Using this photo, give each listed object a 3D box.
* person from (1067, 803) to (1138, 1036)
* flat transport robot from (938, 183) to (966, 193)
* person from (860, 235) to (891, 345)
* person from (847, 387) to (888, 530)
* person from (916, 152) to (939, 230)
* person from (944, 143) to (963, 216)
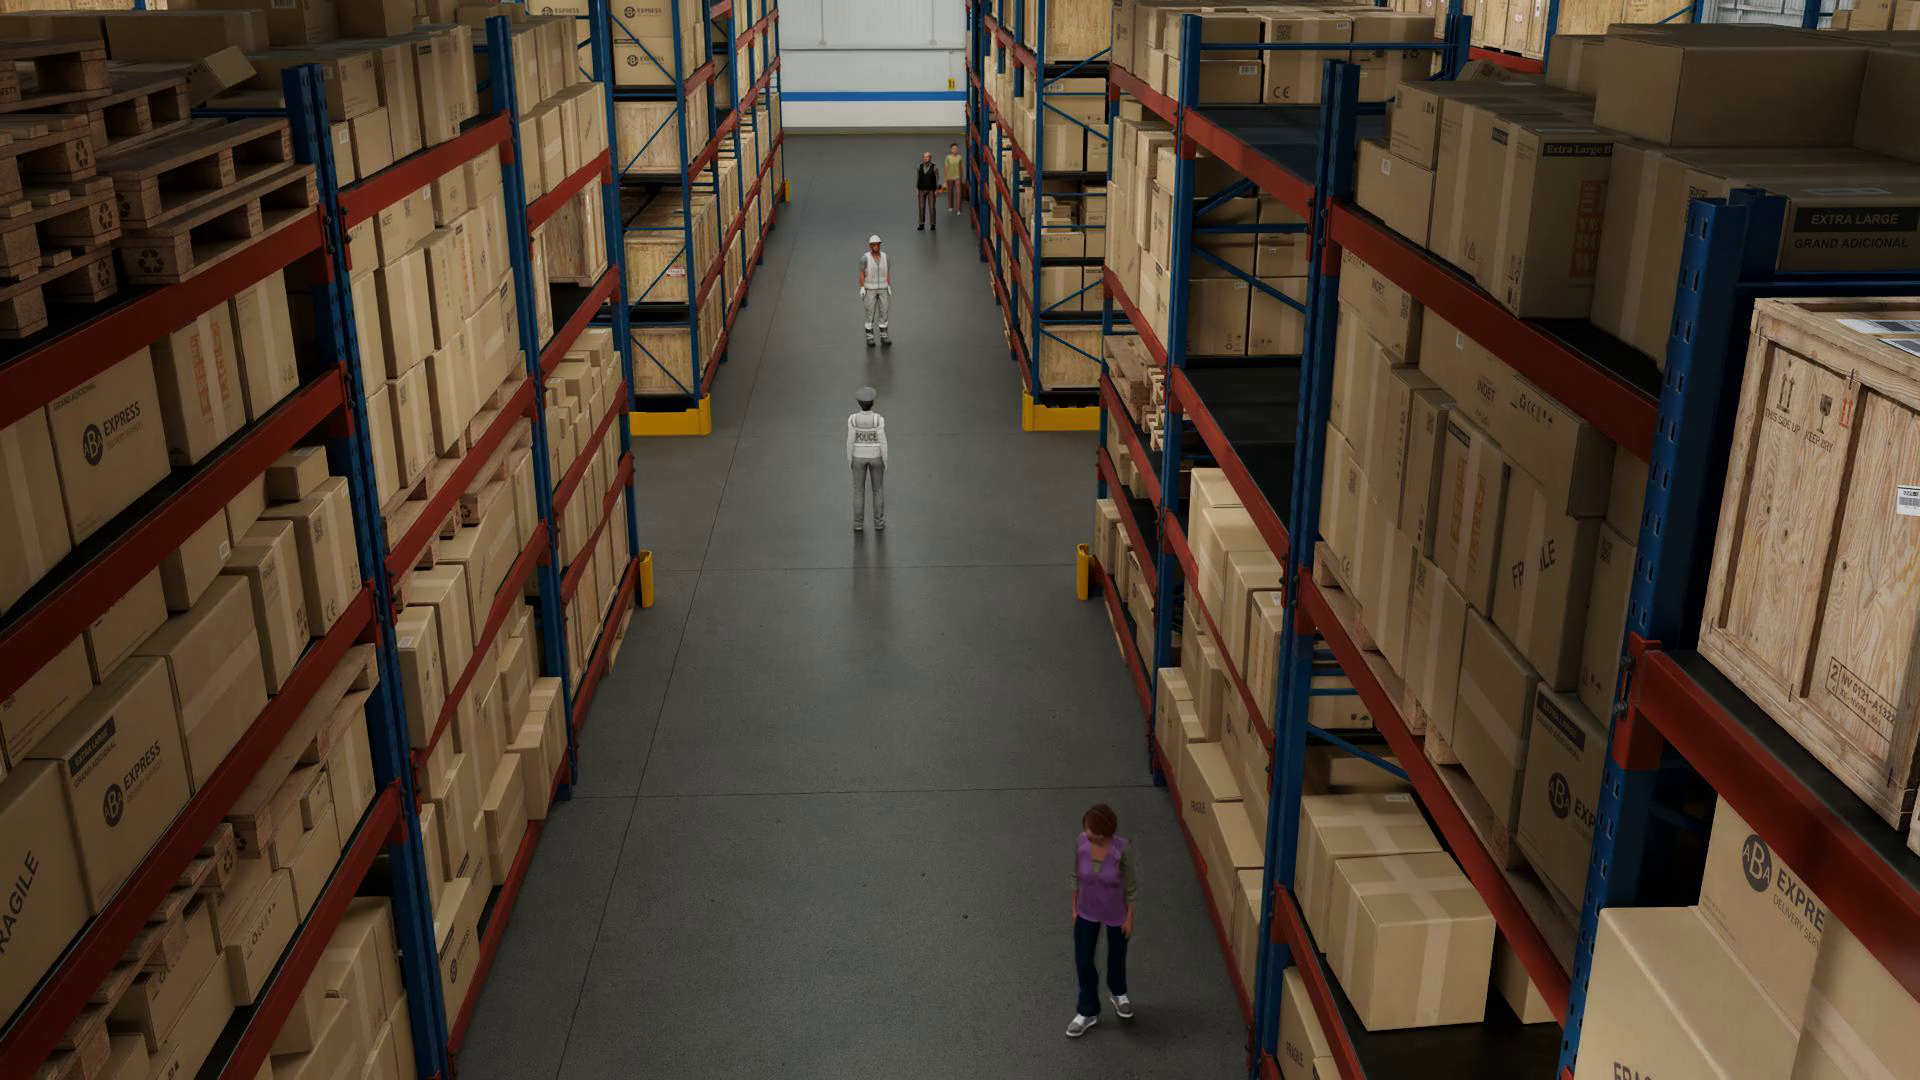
[{"bbox_3d":[0.901,2.344,10.459,0.431,1.593,0.514,6,21,16],"label":"person"},{"bbox_3d":[0.125,-9.017,42.899,1.431,0.265,0.659,15,25,35],"label":"flat transport robot"},{"bbox_3d":[-1.386,-4.143,27.563,0.537,1.792,0.398,-8,22,-20],"label":"person"},{"bbox_3d":[-1.060,-0.933,19.105,0.465,1.690,0.378,0,20,1],"label":"person"},{"bbox_3d":[-0.748,-7.931,37.811,0.530,1.722,0.383,3,21,9],"label":"person"},{"bbox_3d":[-0.149,-8.651,39.835,0.449,1.644,0.871,-1,20,-1],"label":"person"}]
